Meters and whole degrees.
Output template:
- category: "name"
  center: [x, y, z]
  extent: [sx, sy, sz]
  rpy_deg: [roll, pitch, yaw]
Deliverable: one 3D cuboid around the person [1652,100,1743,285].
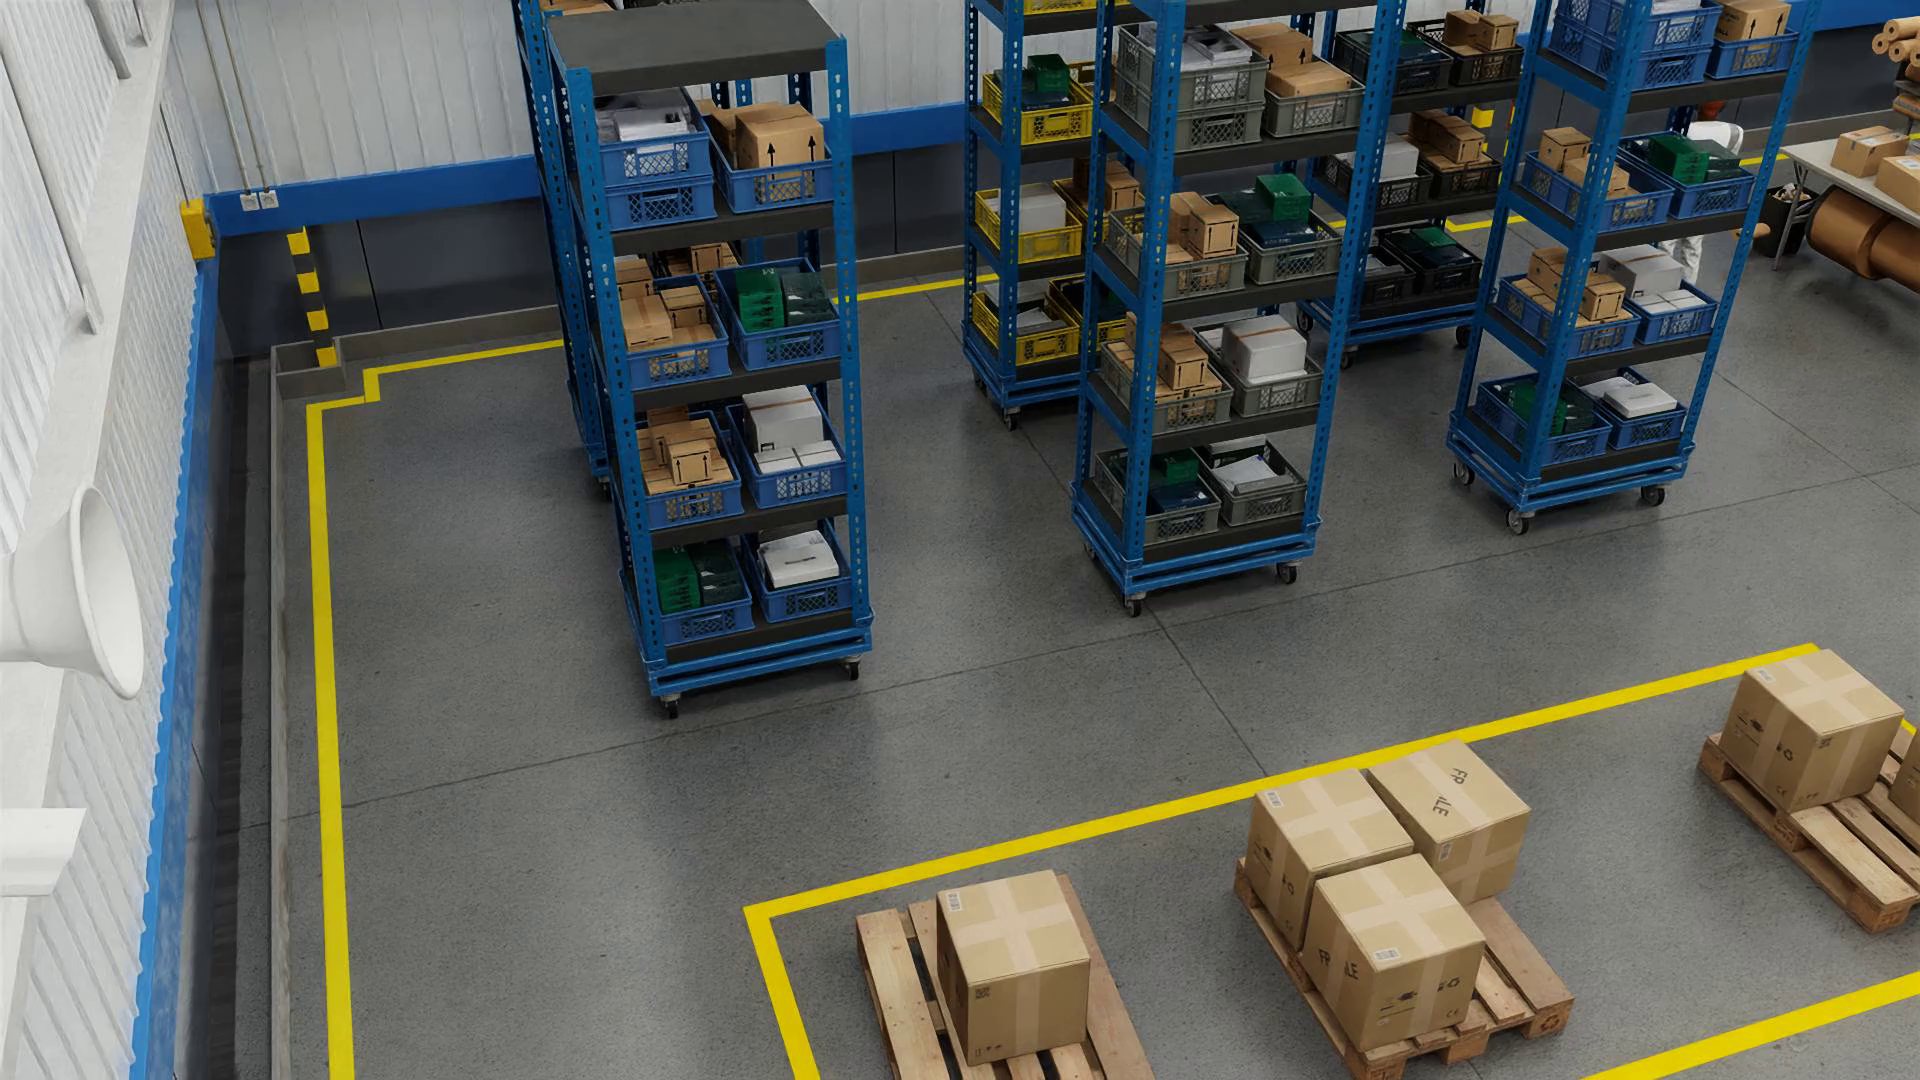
- category: "person"
  center: [5.260, -2.418, 12.083]
  extent: [0.573, 1.883, 0.354]
  rpy_deg: [-3, 35, -4]
